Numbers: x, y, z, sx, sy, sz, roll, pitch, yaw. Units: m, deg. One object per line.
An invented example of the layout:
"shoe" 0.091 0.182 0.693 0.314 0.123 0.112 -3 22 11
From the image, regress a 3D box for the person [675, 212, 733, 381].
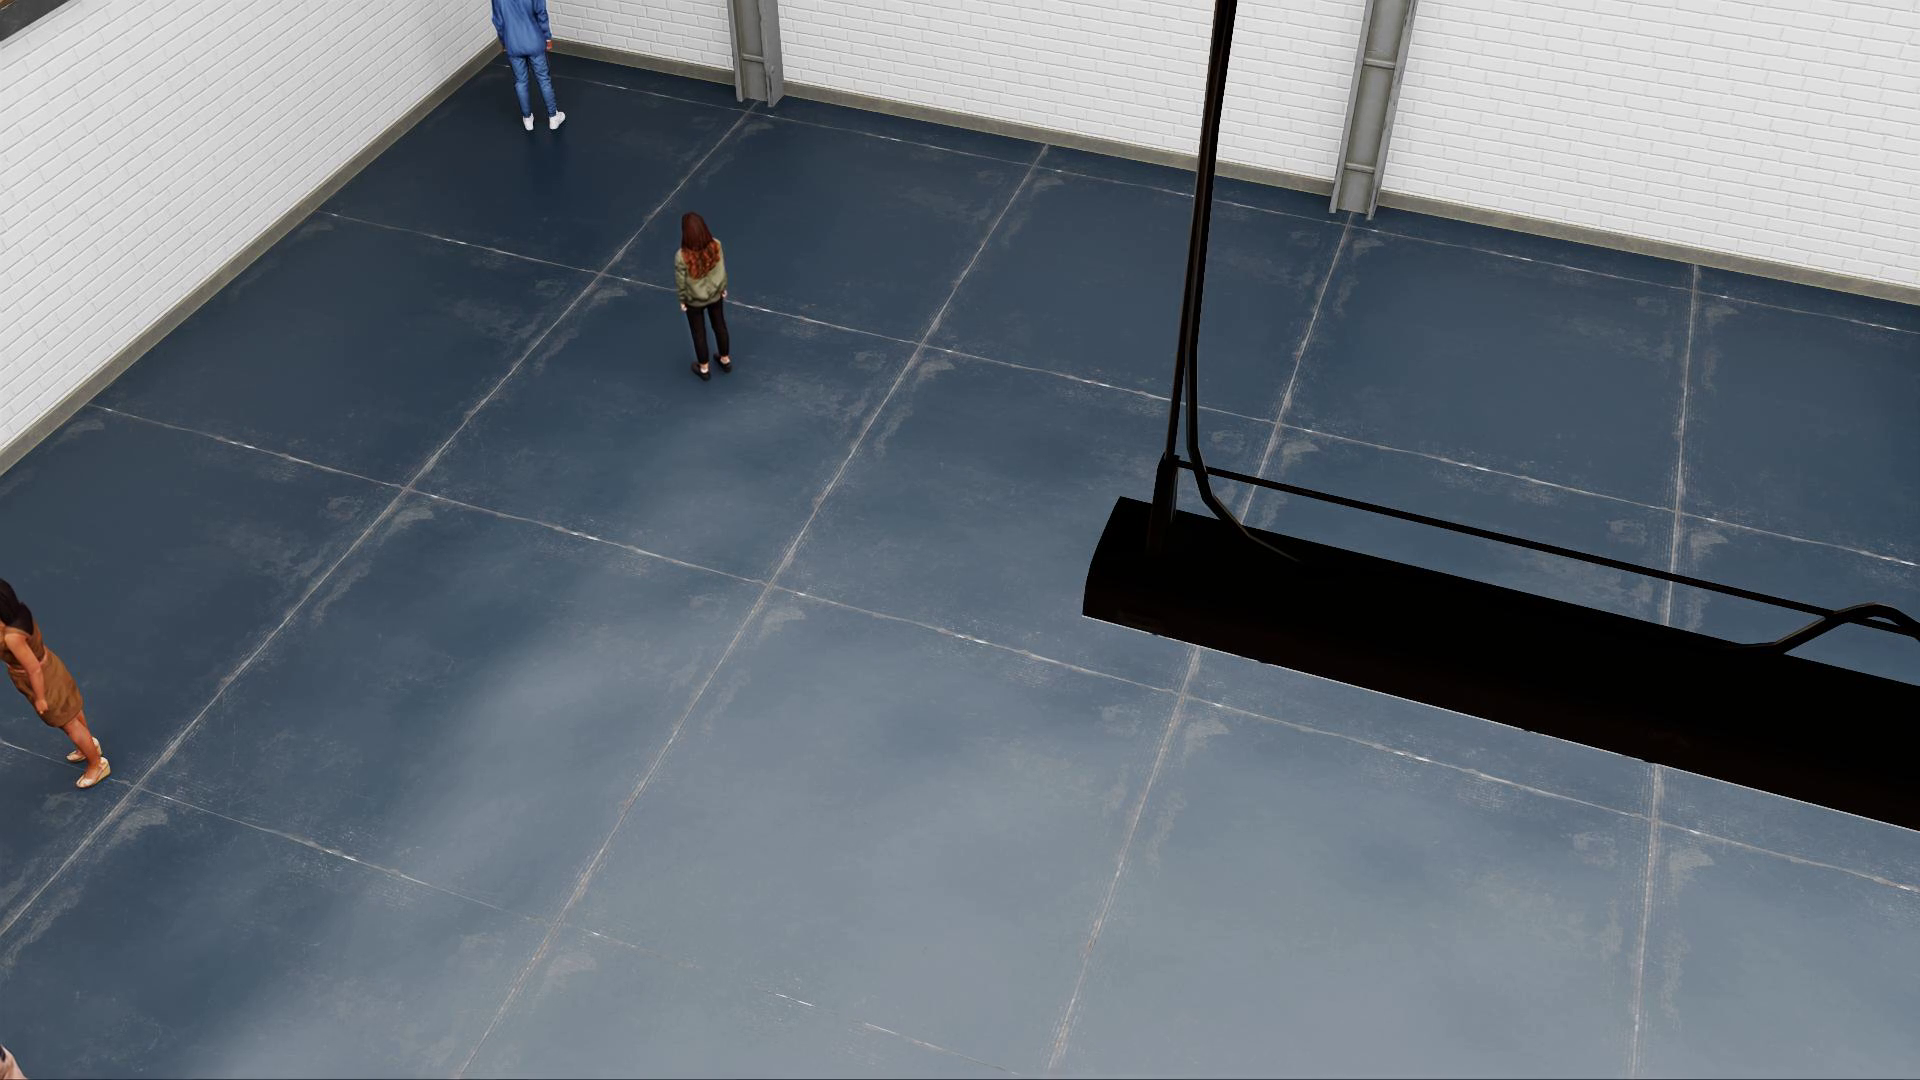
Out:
"person" -2.005 -1.924 13.051 0.647 1.476 0.688 -22 48 -22

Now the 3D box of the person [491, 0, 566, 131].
"person" -4.139 -4.763 15.792 0.645 1.808 0.810 -2 44 -2

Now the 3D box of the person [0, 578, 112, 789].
"person" -5.513 0.841 9.994 0.698 1.690 0.614 -24 49 -23
